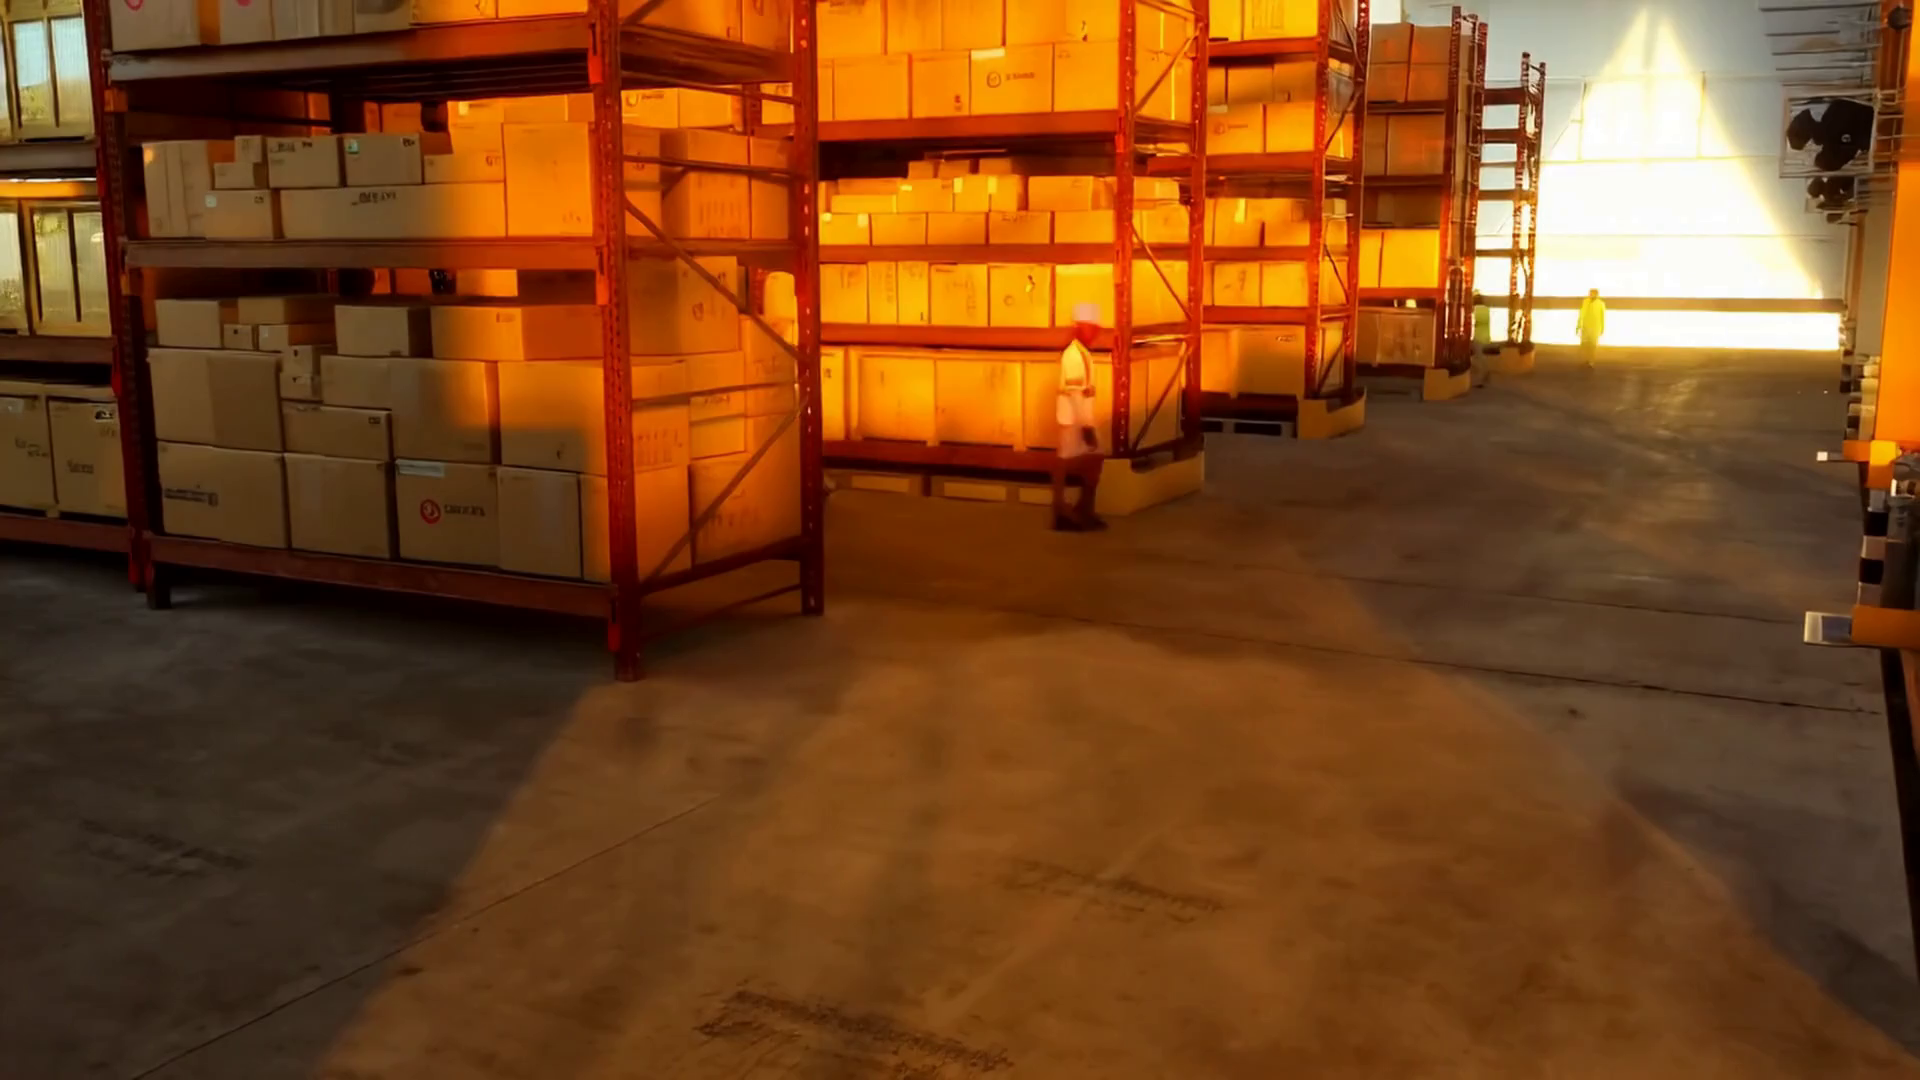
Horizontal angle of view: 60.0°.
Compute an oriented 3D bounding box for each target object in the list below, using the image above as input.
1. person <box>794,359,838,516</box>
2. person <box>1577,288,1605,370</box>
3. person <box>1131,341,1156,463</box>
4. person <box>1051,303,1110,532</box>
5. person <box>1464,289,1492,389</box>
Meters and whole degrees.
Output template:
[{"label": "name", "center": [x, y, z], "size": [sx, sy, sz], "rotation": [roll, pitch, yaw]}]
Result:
[{"label": "person", "center": [-1.440, -1.021, 14.464], "size": [0.676, 1.731, 0.564], "rotation": [5, 11, 26]}, {"label": "person", "center": [12.672, -4.233, 33.370], "size": [0.527, 1.623, 0.432], "rotation": [7, 12, 37]}, {"label": "person", "center": [2.018, -1.691, 17.684], "size": [0.827, 1.967, 0.632], "rotation": [3, 10, 18]}, {"label": "person", "center": [1.043, -0.999, 13.841], "size": [0.621, 1.907, 0.593], "rotation": [3, 10, 19]}, {"label": "person", "center": [8.885, -3.480, 28.762], "size": [0.503, 1.700, 0.774], "rotation": [-7, 12, -34]}]
